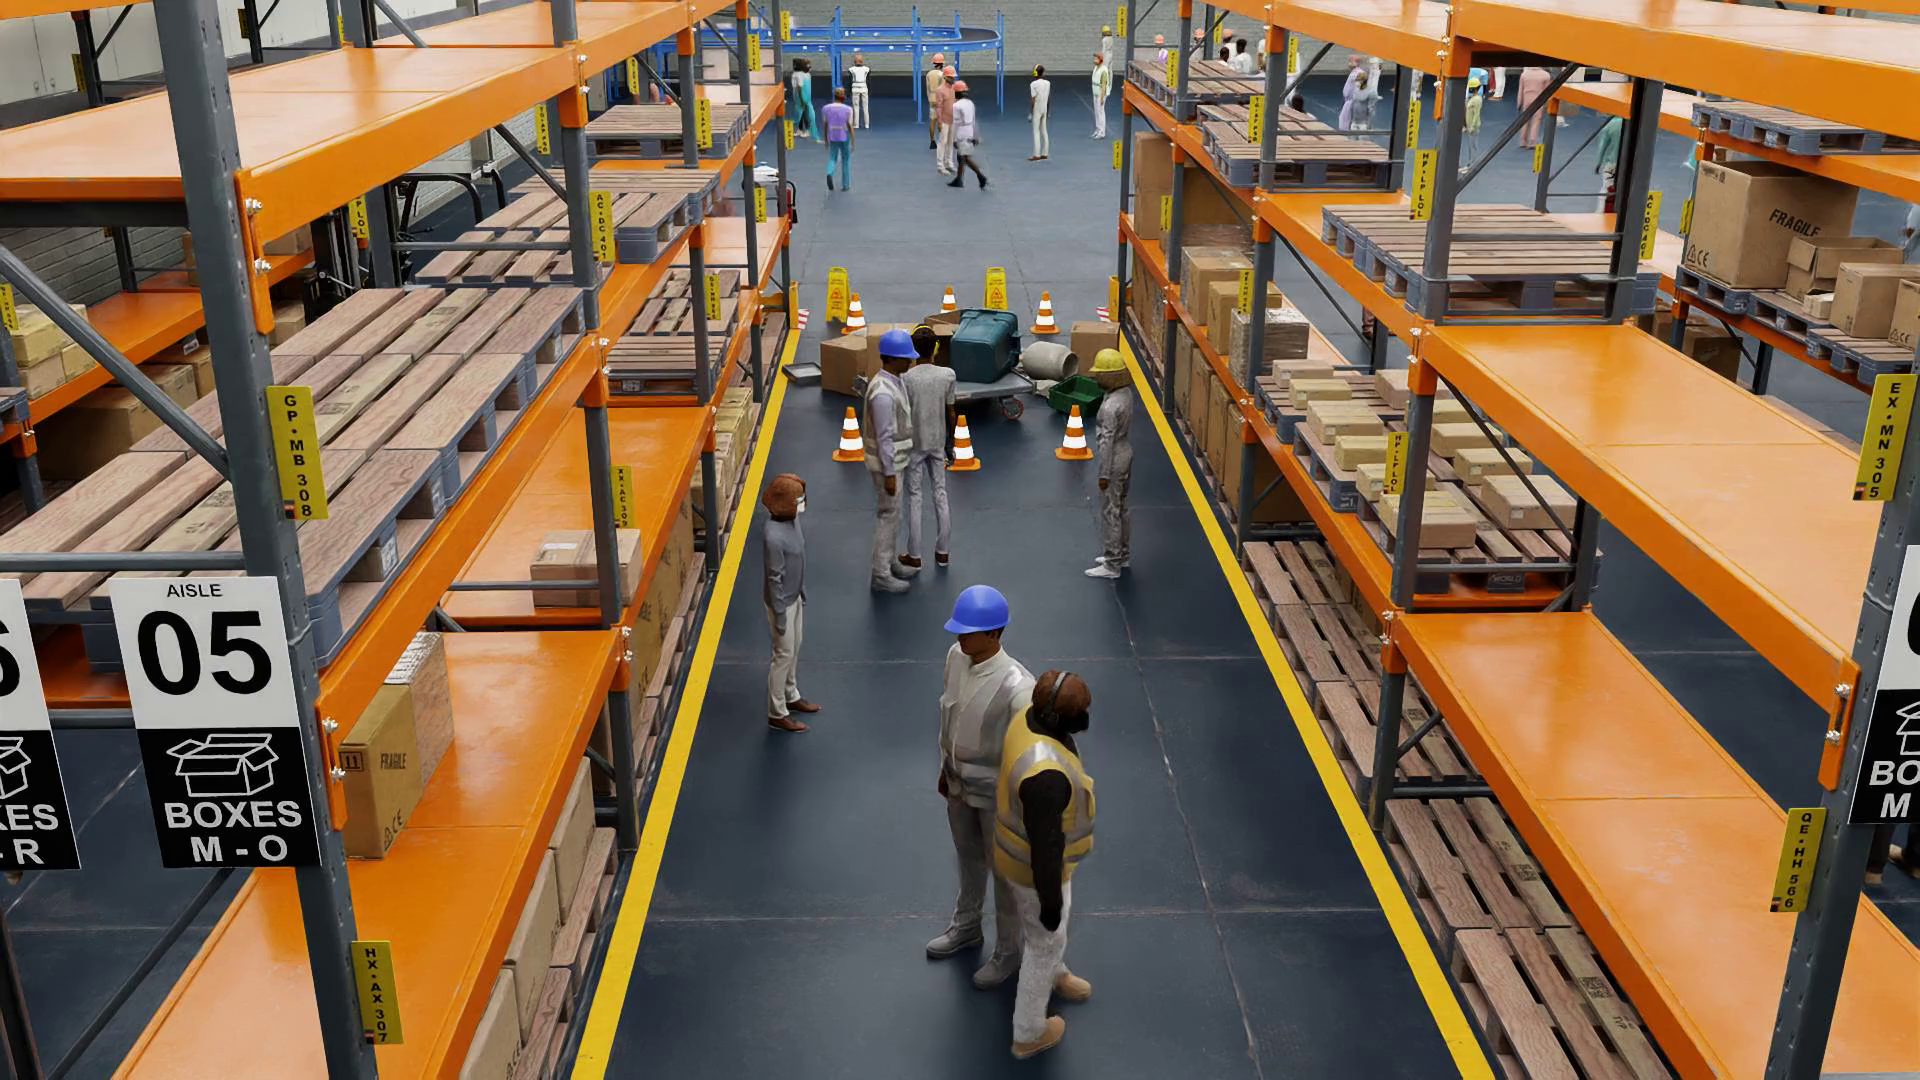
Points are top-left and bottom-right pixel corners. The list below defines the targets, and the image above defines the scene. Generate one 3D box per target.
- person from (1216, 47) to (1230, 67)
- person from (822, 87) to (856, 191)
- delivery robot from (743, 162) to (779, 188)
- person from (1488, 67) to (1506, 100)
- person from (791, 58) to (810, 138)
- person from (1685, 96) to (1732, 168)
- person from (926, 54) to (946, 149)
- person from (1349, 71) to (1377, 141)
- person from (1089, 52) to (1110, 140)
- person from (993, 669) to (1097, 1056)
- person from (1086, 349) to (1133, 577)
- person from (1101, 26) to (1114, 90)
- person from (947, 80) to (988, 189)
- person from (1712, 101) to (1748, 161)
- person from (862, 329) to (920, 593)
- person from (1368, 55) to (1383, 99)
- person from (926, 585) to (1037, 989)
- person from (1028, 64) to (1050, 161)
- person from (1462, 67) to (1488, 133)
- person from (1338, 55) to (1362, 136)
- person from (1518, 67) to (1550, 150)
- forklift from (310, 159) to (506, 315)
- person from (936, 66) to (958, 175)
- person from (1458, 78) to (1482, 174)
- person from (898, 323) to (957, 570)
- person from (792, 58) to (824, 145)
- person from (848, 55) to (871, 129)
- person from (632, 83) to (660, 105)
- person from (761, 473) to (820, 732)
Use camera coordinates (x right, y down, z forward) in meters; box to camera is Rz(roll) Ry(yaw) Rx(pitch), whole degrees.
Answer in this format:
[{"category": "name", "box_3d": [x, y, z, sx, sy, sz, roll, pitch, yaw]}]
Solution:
[{"category": "person", "box_3d": [5.738, -9.909, 36.737, 0.413, 1.906, 0.602, -8, 22, -20]}, {"category": "person", "box_3d": [-2.134, -7.026, 29.242, 0.577, 1.810, 0.745, 5, 21, 14]}, {"category": "delivery robot", "box_3d": [-3.436, -6.373, 29.136, 0.707, 0.478, 0.477, -6, 22, -15]}, {"category": "person", "box_3d": [14.169, -12.530, 43.616, 0.370, 1.939, 0.631, 14, 25, 33]}, {"category": "person", "box_3d": [-3.512, -9.690, 36.461, 0.320, 1.690, 0.535, -16, 26, -35]}, {"category": "person", "box_3d": [14.419, -7.956, 31.622, 0.976, 1.877, 0.605, 8, 22, 21]}, {"category": "person", "box_3d": [-0.443, -9.093, 34.530, 0.544, 1.939, 0.354, 16, 26, 37]}, {"category": "person", "box_3d": [7.459, -7.725, 30.935, 0.374, 1.928, 0.637, -10, 23, -26]}, {"category": "person", "box_3d": [3.046, -9.652, 36.155, 0.395, 1.836, 0.561, -5, 21, -13]}, {"category": "person", "box_3d": [0.372, 1.357, 7.112, 0.465, 1.811, 0.714, -1, 21, -3]}, {"category": "person", "box_3d": [1.103, -0.566, 12.281, 0.327, 1.733, 0.492, 7, 22, 19]}, {"category": "person", "box_3d": [4.035, -13.303, 45.934, 0.302, 1.741, 0.485, 14, 25, 33]}, {"category": "person", "box_3d": [0.146, -7.185, 29.554, 0.887, 1.907, 0.552, 15, 25, 34]}, {"category": "person", "box_3d": [11.592, -5.588, 25.125, 0.535, 2.000, 0.673, 12, 24, 29]}, {"category": "person", "box_3d": [-0.494, -0.579, 12.035, 0.426, 1.936, 0.610, 1, 21, 4]}, {"category": "person", "box_3d": [10.991, -12.623, 43.847, 0.389, 1.946, 0.614, -3, 21, -8]}, {"category": "person", "box_3d": [0.107, 1.106, 7.558, 0.389, 1.949, 0.604, -16, 26, -36]}, {"category": "person", "box_3d": [1.571, -8.470, 32.987, 0.533, 1.864, 0.310, -17, 27, -38]}, {"category": "person", "box_3d": [11.502, -9.960, 37.170, 0.530, 1.689, 0.322, 14, 25, 32]}, {"category": "person", "box_3d": [8.126, -9.198, 34.897, 0.818, 1.879, 0.651, 6, 22, 16]}, {"category": "person", "box_3d": [11.960, -9.109, 34.633, 0.651, 1.907, 0.403, 17, 27, 38]}, {"category": "forklift", "box_3d": [-5.622, -2.910, 17.832, 2.313, 2.155, 1.214, -1, 21, -1]}, {"category": "person", "box_3d": [-0.210, -7.881, 31.249, 0.395, 1.994, 0.613, 16, 26, 36]}, {"category": "person", "box_3d": [9.649, -7.812, 31.395, 0.328, 1.762, 0.523, 3, 21, 8]}, {"category": "person", "box_3d": [-0.273, -0.692, 12.420, 0.522, 1.871, 0.325, -8, 22, -19]}, {"category": "person", "box_3d": [-3.383, -9.337, 35.381, 0.946, 1.808, 0.522, 11, 23, 27]}, {"category": "person", "box_3d": [-2.284, -10.190, 37.849, 0.523, 1.636, 0.311, -6, 21, -15]}, {"category": "person", "box_3d": [-6.067, -8.124, 32.015, 0.645, 1.907, 0.400, 14, 25, 32]}, {"category": "person", "box_3d": [-1.033, 0.368, 9.963, 0.289, 1.622, 0.508, 3, 21, 7]}]
